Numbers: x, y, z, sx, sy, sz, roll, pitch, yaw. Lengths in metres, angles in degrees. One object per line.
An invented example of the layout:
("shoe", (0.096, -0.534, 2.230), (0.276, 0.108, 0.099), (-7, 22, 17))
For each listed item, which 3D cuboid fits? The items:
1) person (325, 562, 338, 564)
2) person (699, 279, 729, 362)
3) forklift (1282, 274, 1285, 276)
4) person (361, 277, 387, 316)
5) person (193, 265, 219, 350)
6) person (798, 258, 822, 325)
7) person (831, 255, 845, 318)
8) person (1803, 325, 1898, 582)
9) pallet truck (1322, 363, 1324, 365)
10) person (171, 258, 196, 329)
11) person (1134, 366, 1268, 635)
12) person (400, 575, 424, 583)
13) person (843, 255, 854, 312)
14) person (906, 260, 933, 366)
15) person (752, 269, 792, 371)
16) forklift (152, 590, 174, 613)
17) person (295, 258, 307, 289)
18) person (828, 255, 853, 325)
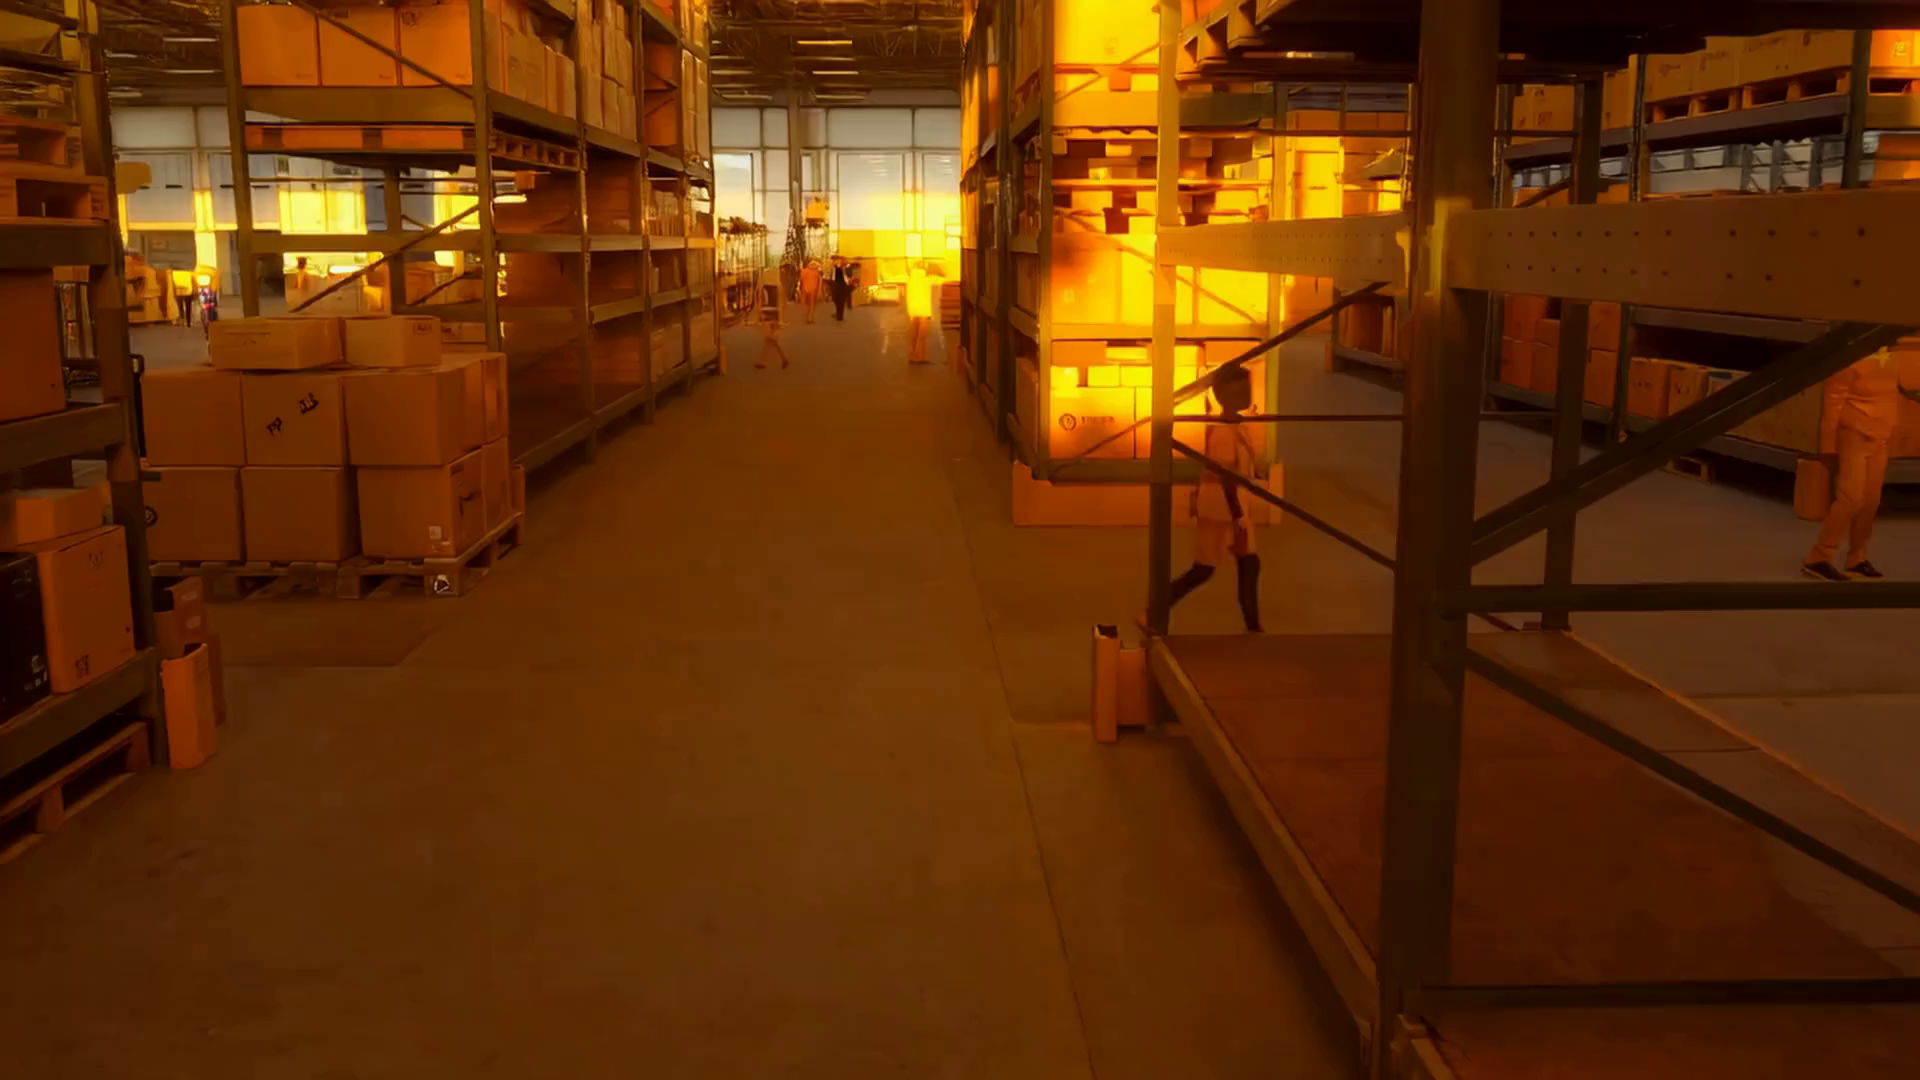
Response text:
("person", (-4.492, -0.600, 11.995), (0.513, 1.611, 0.509), (1, 10, 8))
("person", (-4.790, -4.159, 31.739), (0.853, 1.641, 0.585), (3, 11, 18))
("forklift", (12.240, -10.302, 62.509), (1.129, 2.768, 1.873), (0, 10, -2))
("person", (-12.218, -4.646, 34.502), (0.699, 1.609, 0.546), (6, 12, 29))
("person", (-13.199, -3.844, 29.161), (0.360, 1.939, 0.543), (-3, 11, -18))
("person", (-4.236, -6.995, 46.812), (0.666, 1.896, 0.933), (0, 10, -2))
("person", (-3.717, -7.730, 50.808), (0.372, 1.940, 0.630), (-6, 12, -30))
("person", (6.239, -0.653, 11.520), (0.660, 1.890, 0.397), (-5, 11, -26))
("pallet truck", (7.712, -4.157, 30.737), (1.885, 1.965, 0.823), (3, 11, 16))
("person", (-20.906, -6.634, 44.787), (0.613, 1.902, 0.645), (-3, 11, -17))
("person", (1.431, -0.165, 9.437), (0.837, 1.670, 0.522), (3, 11, 19))
("person", (-3.891, -0.556, 11.379), (0.505, 1.754, 0.527), (-1, 10, -5))
("person", (-3.828, -8.592, 55.693), (0.586, 1.903, 0.594), (1, 10, 4))
("person", (-0.755, -4.295, 31.505), (0.376, 1.997, 0.610), (9, 14, 41))
("person", (-3.416, -3.990, 30.272), (0.938, 1.842, 0.609), (8, 13, 38))
("forklift", (-5.858, -0.811, 9.639), (1.873, 2.768, 1.129), (-1, 10, -3))
("person", (-20.970, -8.073, 53.056), (0.970, 1.816, 0.545), (-2, 10, -10))
("person", (-3.423, -7.160, 47.349), (0.690, 2.000, 0.985), (2, 10, 11))
